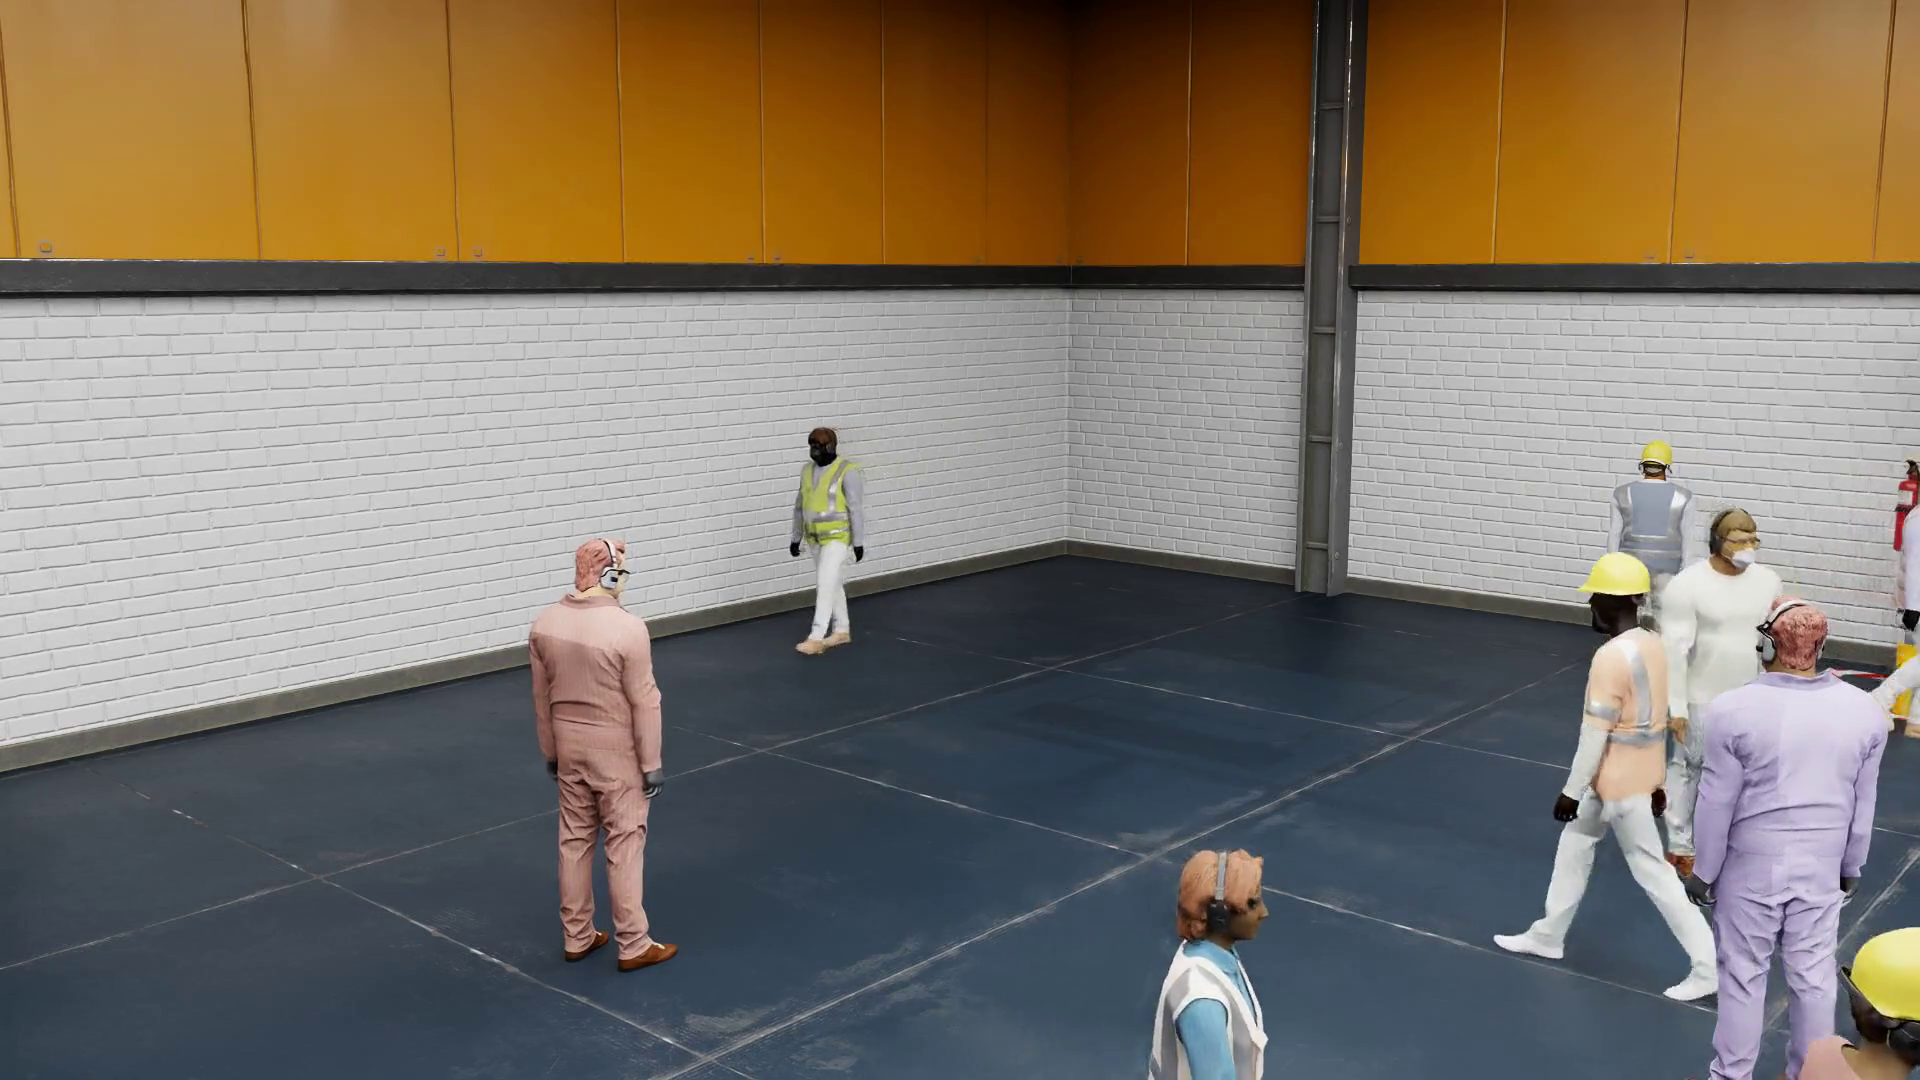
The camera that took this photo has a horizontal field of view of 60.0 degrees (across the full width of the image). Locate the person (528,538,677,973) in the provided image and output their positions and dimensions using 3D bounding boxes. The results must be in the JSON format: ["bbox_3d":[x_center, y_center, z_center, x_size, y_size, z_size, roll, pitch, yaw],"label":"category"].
[{"bbox_3d":[-1.552,0.935,7.292,0.637,1.901,0.403,5,10,28],"label":"person"}]

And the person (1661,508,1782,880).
[{"bbox_3d":[3.733,0.809,8.038,0.662,1.906,0.879,-1,9,-9],"label":"person"}]

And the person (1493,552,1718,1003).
[{"bbox_3d":[2.854,0.988,7.061,1.014,1.876,0.583,5,11,31],"label":"person"}]

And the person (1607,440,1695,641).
[{"bbox_3d":[5.081,0.178,12.252,0.596,1.831,0.403,4,10,26],"label":"person"}]

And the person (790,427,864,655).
[{"bbox_3d":[-1.148,0.009,13.383,0.653,1.808,0.843,8,12,43],"label":"person"}]

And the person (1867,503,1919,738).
[{"bbox_3d":[6.315,0.413,10.816,0.650,1.821,0.468,-7,11,-38],"label":"person"}]

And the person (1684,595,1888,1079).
[{"bbox_3d":[2.910,1.143,5.947,0.641,1.913,0.407,-1,9,-4],"label":"person"}]

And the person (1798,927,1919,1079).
[{"bbox_3d":[1.925,1.634,3.443,0.879,1.721,0.545,2,9,12],"label":"person"}]

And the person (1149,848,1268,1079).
[{"bbox_3d":[0.582,1.564,4.288,0.877,1.598,0.507,3,9,16],"label":"person"}]
